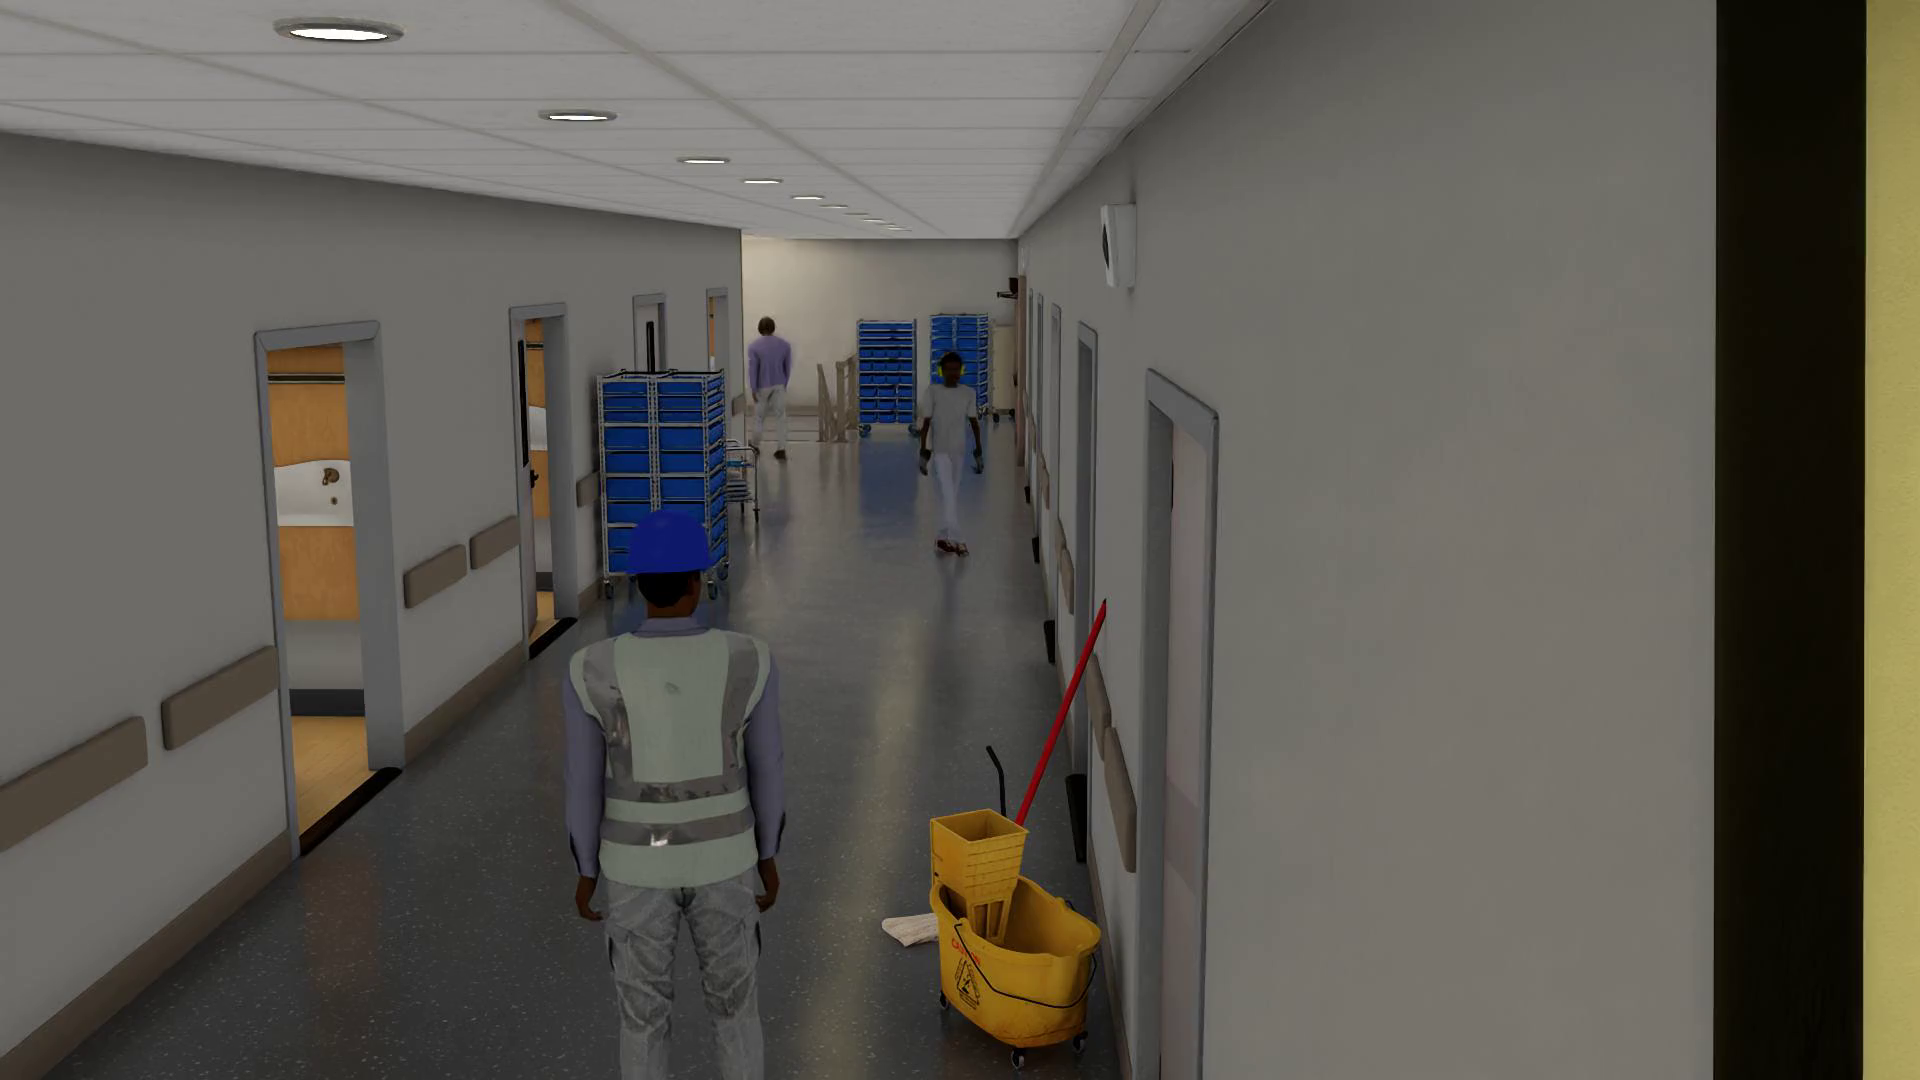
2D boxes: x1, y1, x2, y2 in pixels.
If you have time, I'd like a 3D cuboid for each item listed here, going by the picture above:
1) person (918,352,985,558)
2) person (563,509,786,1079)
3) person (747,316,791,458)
[{"bbox_3d":[-0.042,-0.748,14.770,0.519,1.824,0.865,-4,10,-24],"label":"person"},{"bbox_3d":[-0.793,0.882,4.669,0.606,1.944,0.403,-2,10,-13],"label":"person"},{"bbox_3d":[-2.588,-2.064,22.488,0.629,1.891,1.033,-4,10,-22],"label":"person"}]
